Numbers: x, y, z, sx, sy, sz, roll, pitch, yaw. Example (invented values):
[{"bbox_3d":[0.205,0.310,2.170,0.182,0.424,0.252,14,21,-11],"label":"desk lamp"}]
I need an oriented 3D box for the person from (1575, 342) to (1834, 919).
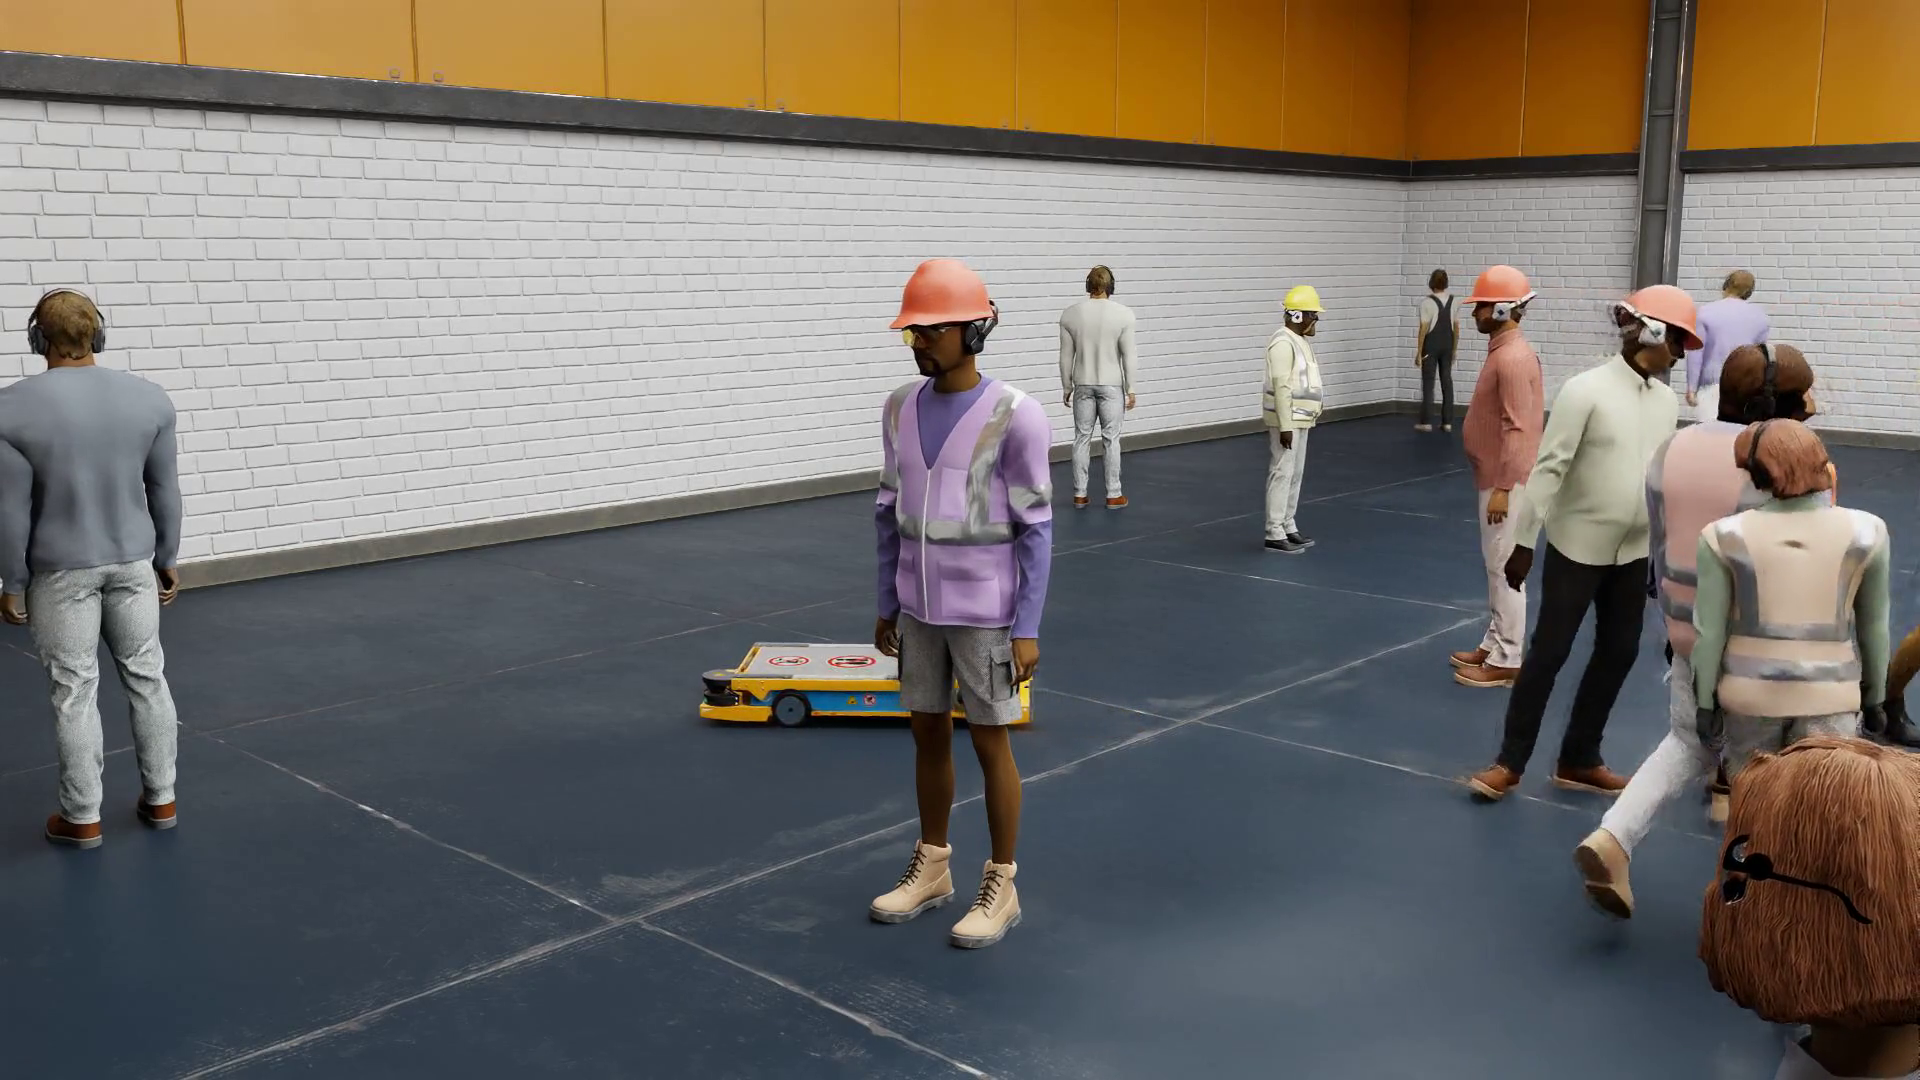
[{"bbox_3d":[2.291,0.316,4.956,0.756,1.811,0.638,-4,11,-22],"label":"person"}]

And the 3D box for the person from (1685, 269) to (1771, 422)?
[{"bbox_3d":[6.252,-1.252,13.633,0.648,1.906,0.477,-1,10,-3],"label":"person"}]

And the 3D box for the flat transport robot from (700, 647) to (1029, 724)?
[{"bbox_3d":[-0.403,0.637,7.488,1.431,0.197,0.652,0,10,2],"label":"flat transport robot"}]

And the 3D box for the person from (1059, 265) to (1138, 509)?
[{"bbox_3d":[1.106,-1.210,13.257,0.636,1.939,0.362,4,11,19],"label":"person"}]

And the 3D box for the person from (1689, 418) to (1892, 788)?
[{"bbox_3d":[2.297,0.473,4.600,0.529,1.609,0.707,4,11,19],"label":"person"}]

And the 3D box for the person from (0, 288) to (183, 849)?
[{"bbox_3d":[-3.028,0.102,5.792,0.372,1.940,0.631,9,14,43],"label":"person"}]

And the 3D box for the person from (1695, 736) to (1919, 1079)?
[{"bbox_3d":[0.821,0.989,1.605,0.267,1.632,0.507,8,13,40],"label":"person"}]

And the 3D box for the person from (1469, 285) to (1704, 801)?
[{"bbox_3d":[2.307,0.034,6.182,0.815,1.938,0.439,-4,11,-24],"label":"person"}]

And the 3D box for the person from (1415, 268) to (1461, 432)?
[{"bbox_3d":[5.412,-2.144,18.846,0.511,1.843,0.325,-2,10,-12],"label":"person"}]

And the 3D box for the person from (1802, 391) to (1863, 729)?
[{"bbox_3d":[3.276,0.111,6.653,0.596,1.613,0.517,3,10,17],"label":"person"}]

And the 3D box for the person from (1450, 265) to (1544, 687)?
[{"bbox_3d":[2.550,-0.299,7.915,0.396,1.992,0.623,3,10,15],"label":"person"}]

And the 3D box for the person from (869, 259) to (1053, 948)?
[{"bbox_3d":[-0.028,0.197,4.952,0.615,2.040,0.391,8,13,38],"label":"person"}]

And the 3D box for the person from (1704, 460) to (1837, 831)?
[{"bbox_3d":[2.902,0.187,6.025,0.648,1.669,0.556,-9,13,-41],"label":"person"}]

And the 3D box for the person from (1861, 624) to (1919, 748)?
[{"bbox_3d":[4.169,-0.016,6.635,0.571,1.880,1.019,-7,12,-33],"label":"person"}]

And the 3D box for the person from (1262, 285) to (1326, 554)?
[{"bbox_3d":[2.282,-0.823,11.400,0.403,1.825,0.597,5,11,25],"label":"person"}]
